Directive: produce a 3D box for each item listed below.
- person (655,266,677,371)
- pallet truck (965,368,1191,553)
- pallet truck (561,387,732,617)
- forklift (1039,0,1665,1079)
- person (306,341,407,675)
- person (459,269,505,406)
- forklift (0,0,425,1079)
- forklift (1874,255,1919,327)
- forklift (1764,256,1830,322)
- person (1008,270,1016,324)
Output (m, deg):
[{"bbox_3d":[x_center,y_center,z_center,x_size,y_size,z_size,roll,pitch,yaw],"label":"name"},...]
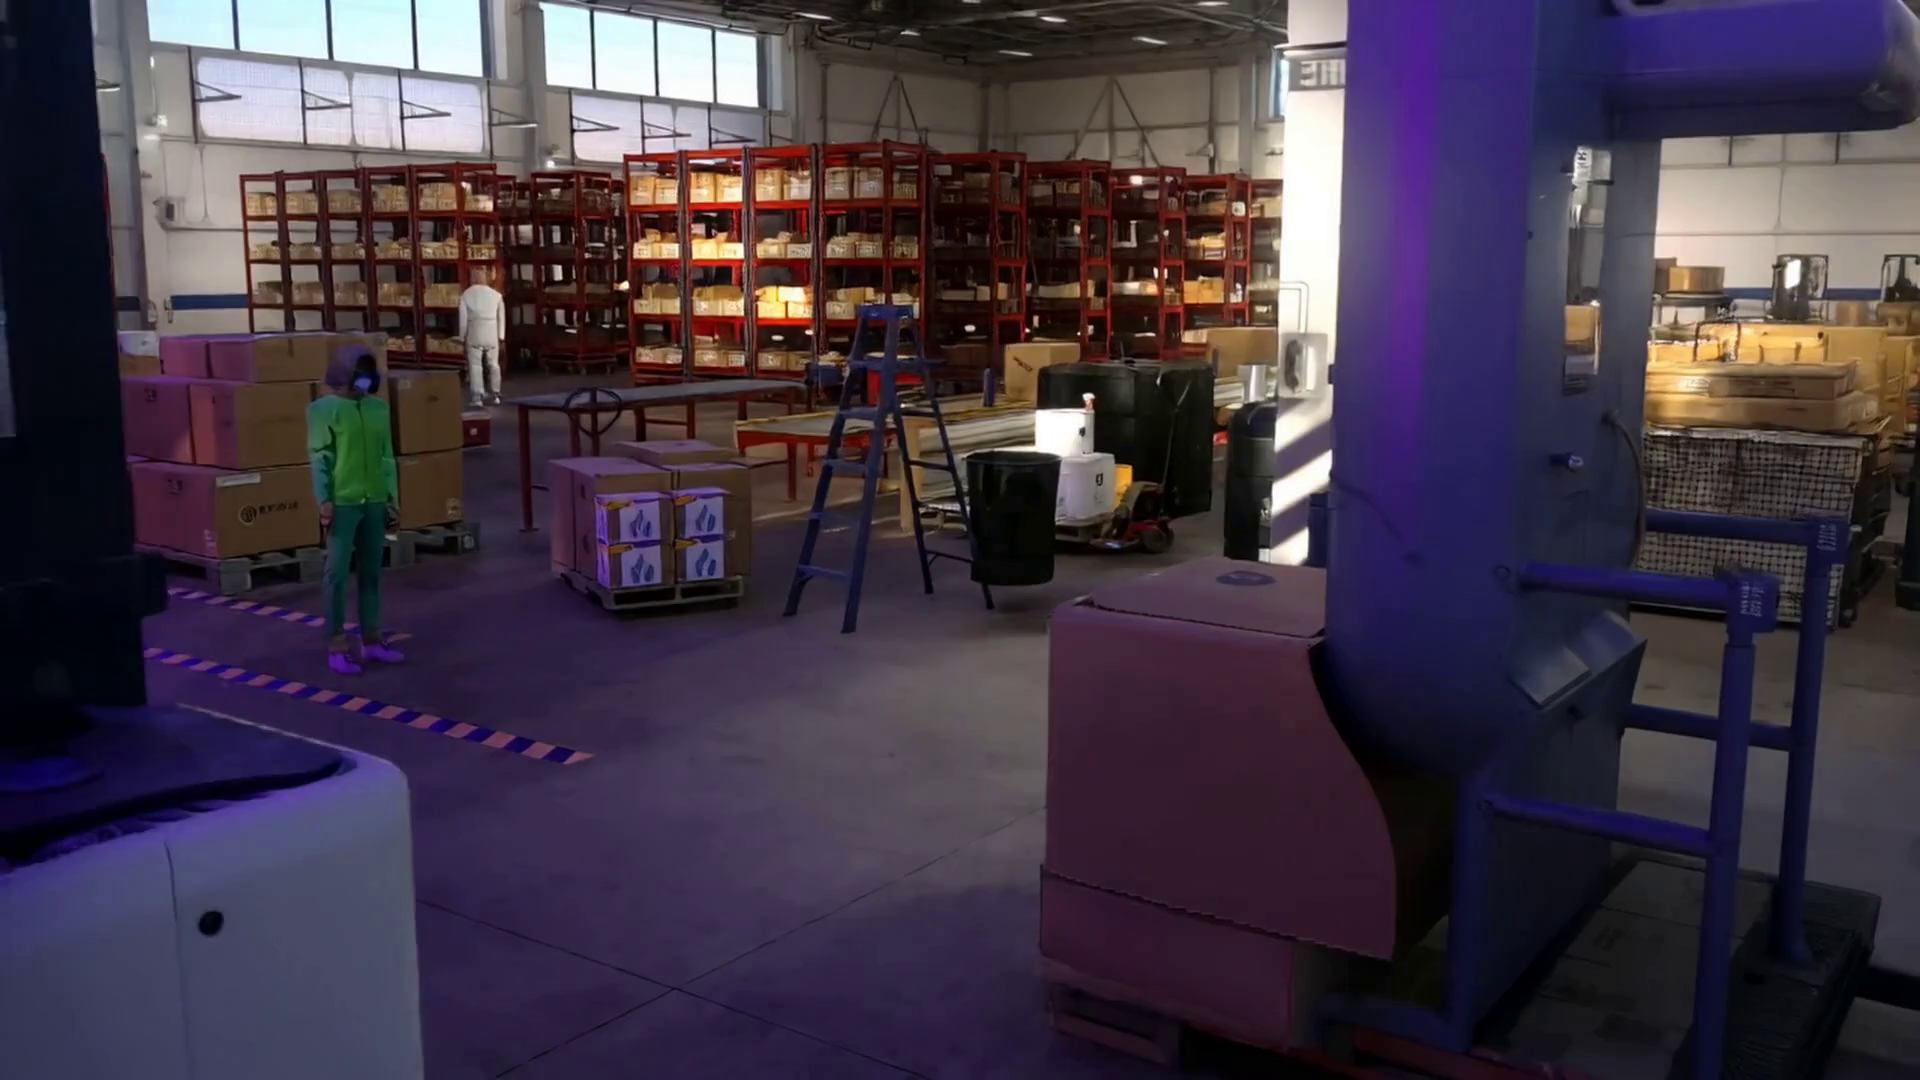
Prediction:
[{"bbox_3d":[-5.394,-4.099,30.584,0.385,1.993,0.623,-5,11,-30],"label":"person"},{"bbox_3d":[0.845,-0.609,11.869,1.630,1.274,0.653,7,12,35],"label":"pallet truck"},{"bbox_3d":[-1.981,-0.274,10.088,0.680,1.201,1.601,-5,11,-28],"label":"pallet truck"},{"bbox_3d":[1.249,-0.137,4.360,1.873,2.768,1.129,7,12,35],"label":"forklift"},{"bbox_3d":[-2.983,-0.166,8.236,0.279,1.633,0.498,5,11,26],"label":"person"},{"bbox_3d":[-6.699,-2.826,23.271,0.649,1.906,0.401,-7,12,-36],"label":"person"},{"bbox_3d":[-2.047,0.061,3.179,1.873,2.768,1.129,7,12,34],"label":"forklift"},{"bbox_3d":[22.089,-5.634,38.796,1.157,1.987,2.680,6,11,33],"label":"forklift"},{"bbox_3d":[20.253,-5.854,40.139,1.157,1.987,2.680,7,12,35],"label":"forklift"},{"bbox_3d":[1.152,-5.018,36.549,0.574,1.830,0.462,7,12,36],"label":"person"}]
